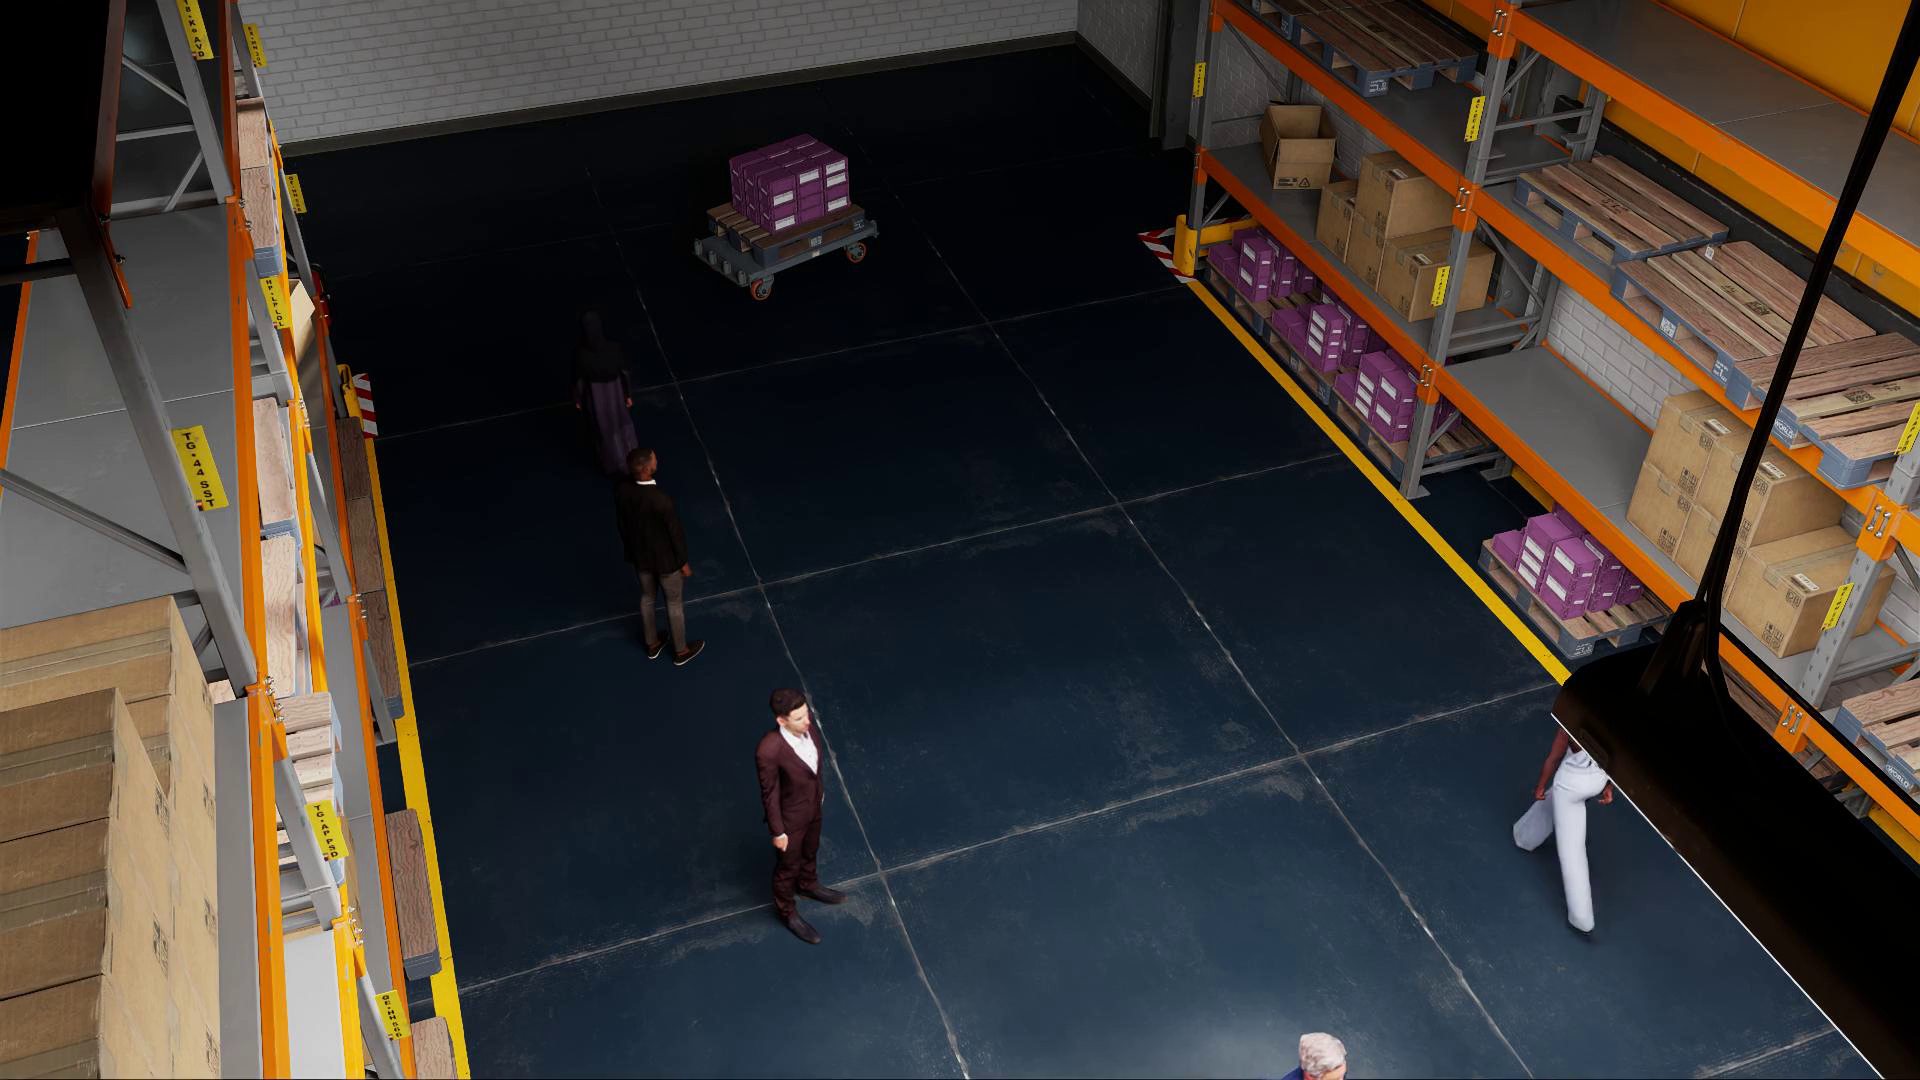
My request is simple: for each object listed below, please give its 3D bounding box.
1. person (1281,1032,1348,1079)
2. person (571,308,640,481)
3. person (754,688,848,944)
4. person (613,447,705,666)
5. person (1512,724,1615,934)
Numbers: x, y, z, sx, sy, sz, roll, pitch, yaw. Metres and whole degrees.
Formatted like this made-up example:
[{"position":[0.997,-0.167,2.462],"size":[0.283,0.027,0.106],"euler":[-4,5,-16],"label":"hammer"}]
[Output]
[{"position":[1.584,2.920,8.054],"size":[0.948,1.809,1.240],"euler":[-31,48,-33],"label":"person"},{"position":[-2.835,-1.108,13.259],"size":[0.623,1.608,0.774],"euler":[-14,41,-17],"label":"person"},{"position":[-0.968,1.554,9.720],"size":[0.829,1.865,0.778],"euler":[18,42,21],"label":"person"},{"position":[-2.117,0.117,11.570],"size":[0.734,1.801,0.791],"euler":[16,41,19],"label":"person"},{"position":[3.683,1.560,9.820],"size":[0.635,1.731,1.136],"euler":[-9,39,-11],"label":"person"}]
